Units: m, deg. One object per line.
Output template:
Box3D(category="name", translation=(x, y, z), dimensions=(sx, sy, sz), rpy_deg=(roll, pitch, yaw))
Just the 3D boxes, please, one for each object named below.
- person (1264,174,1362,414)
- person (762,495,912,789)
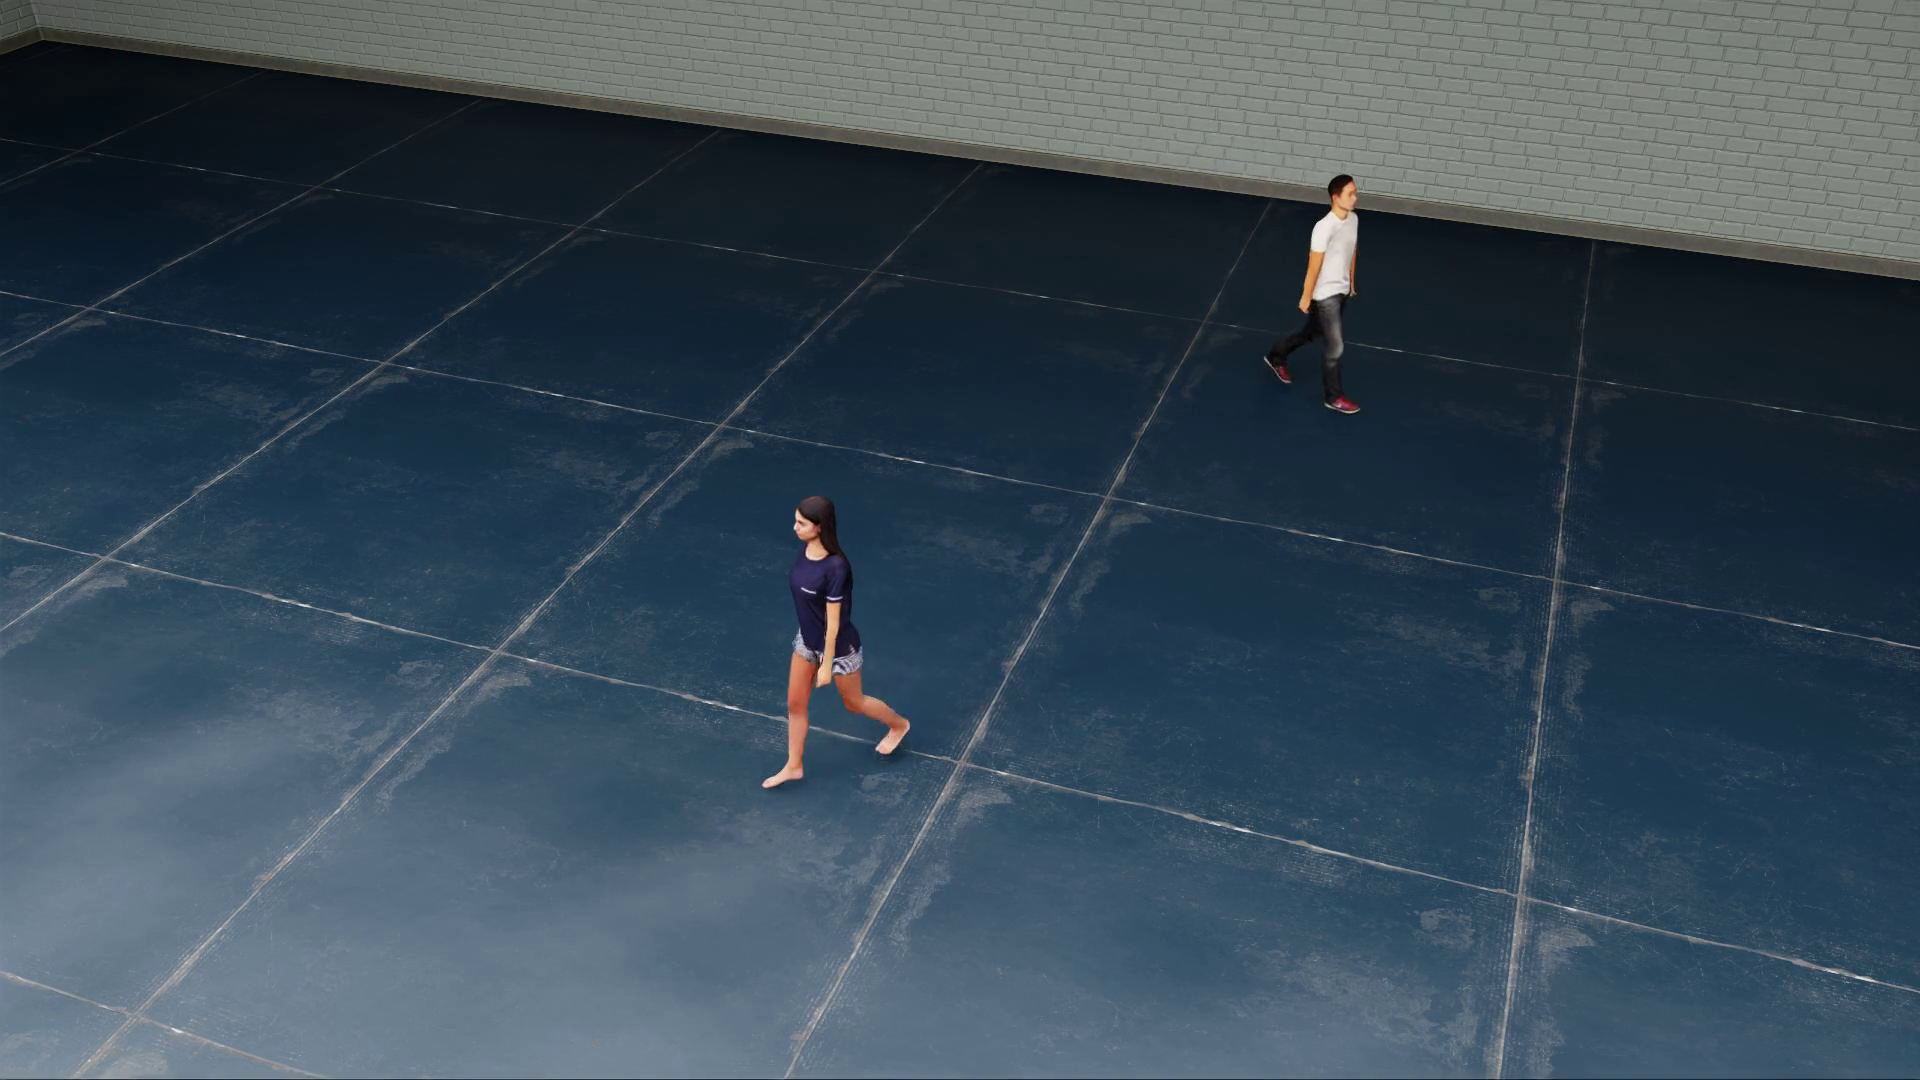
Box3D(category="person", translation=(2.653, -1.865, 12.379), dimensions=(0.985, 1.769, 1.171), rpy_deg=(24, 40, 32))
Box3D(category="person", translation=(-0.604, 0.537, 8.721), dimensions=(1.161, 1.729, 1.013), rpy_deg=(-20, 38, -27))
